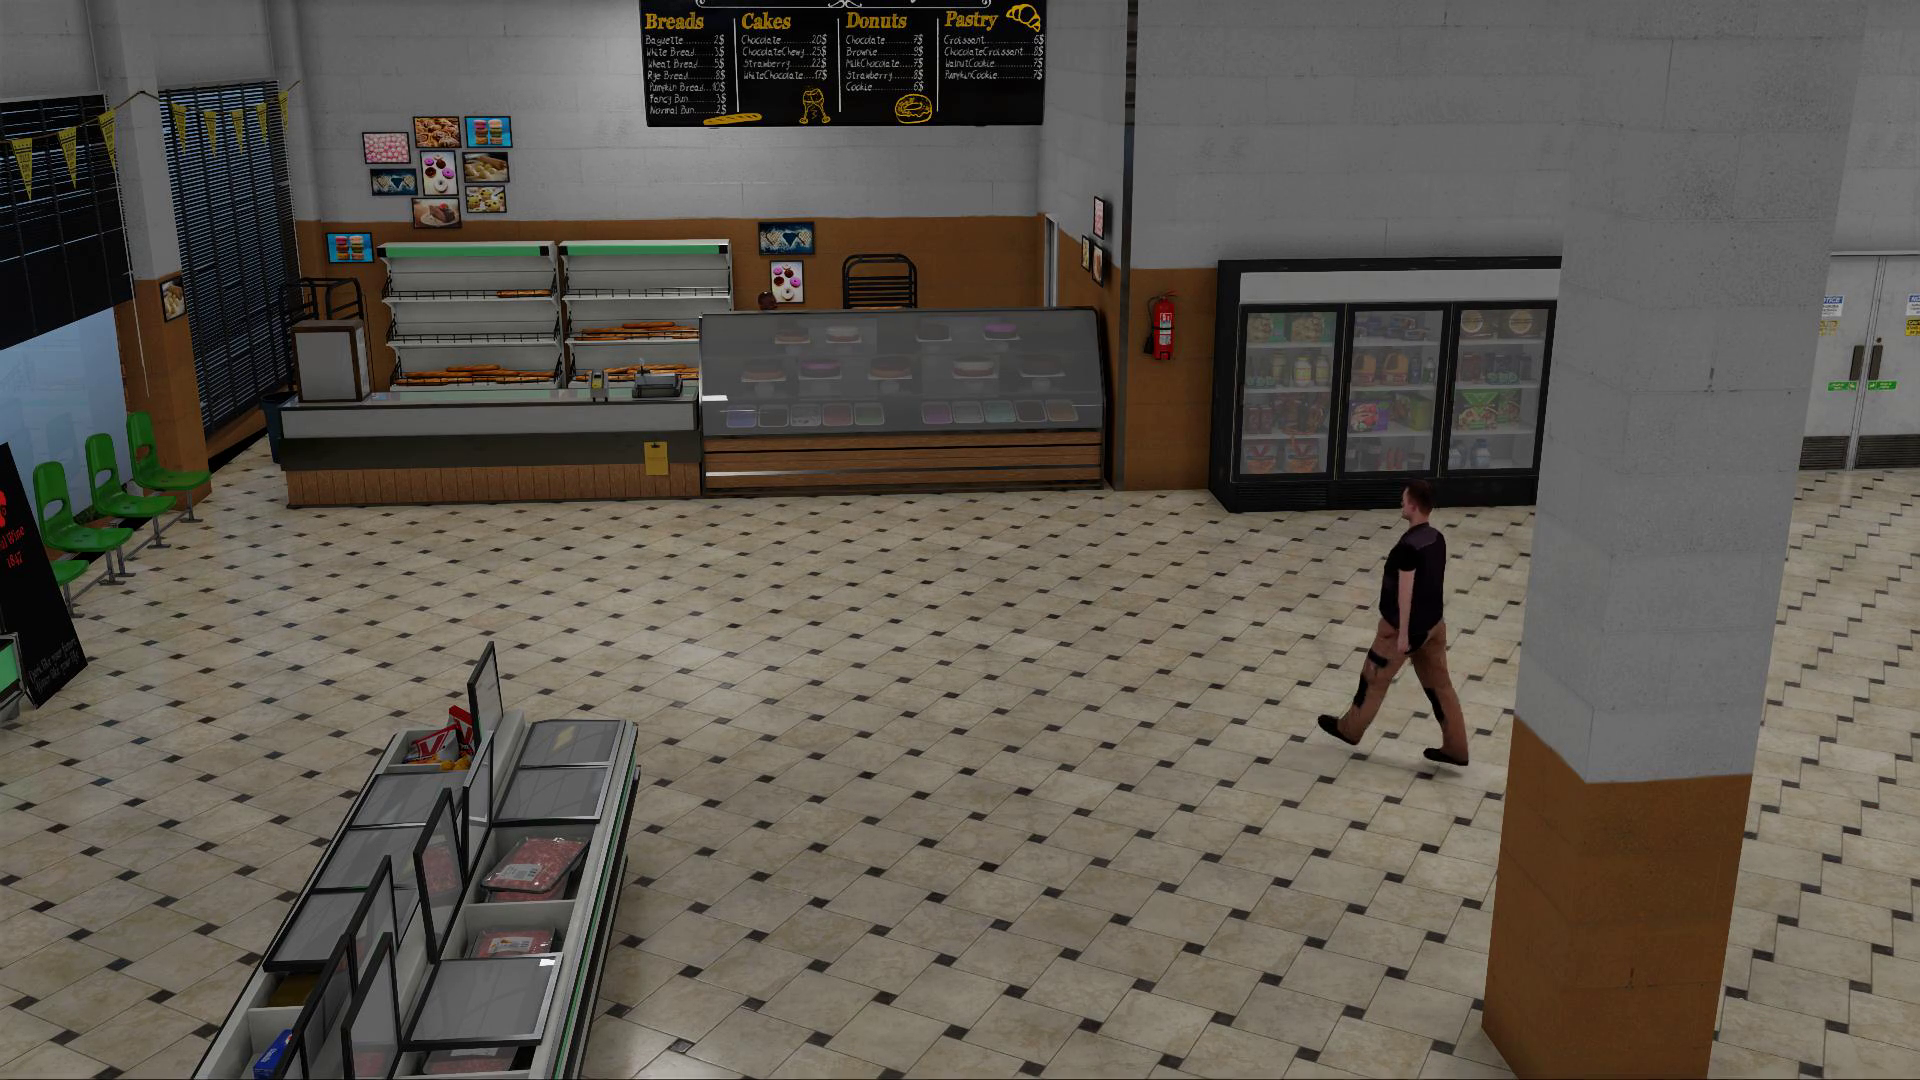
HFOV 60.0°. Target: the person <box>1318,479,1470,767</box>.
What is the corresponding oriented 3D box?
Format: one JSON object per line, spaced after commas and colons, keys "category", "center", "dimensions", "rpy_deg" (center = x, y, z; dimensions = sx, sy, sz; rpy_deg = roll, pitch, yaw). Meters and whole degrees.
{"category": "person", "center": [2.861, 0.559, 10.185], "dimensions": [1.273, 1.787, 1.198], "rpy_deg": [14, 22, 39]}
